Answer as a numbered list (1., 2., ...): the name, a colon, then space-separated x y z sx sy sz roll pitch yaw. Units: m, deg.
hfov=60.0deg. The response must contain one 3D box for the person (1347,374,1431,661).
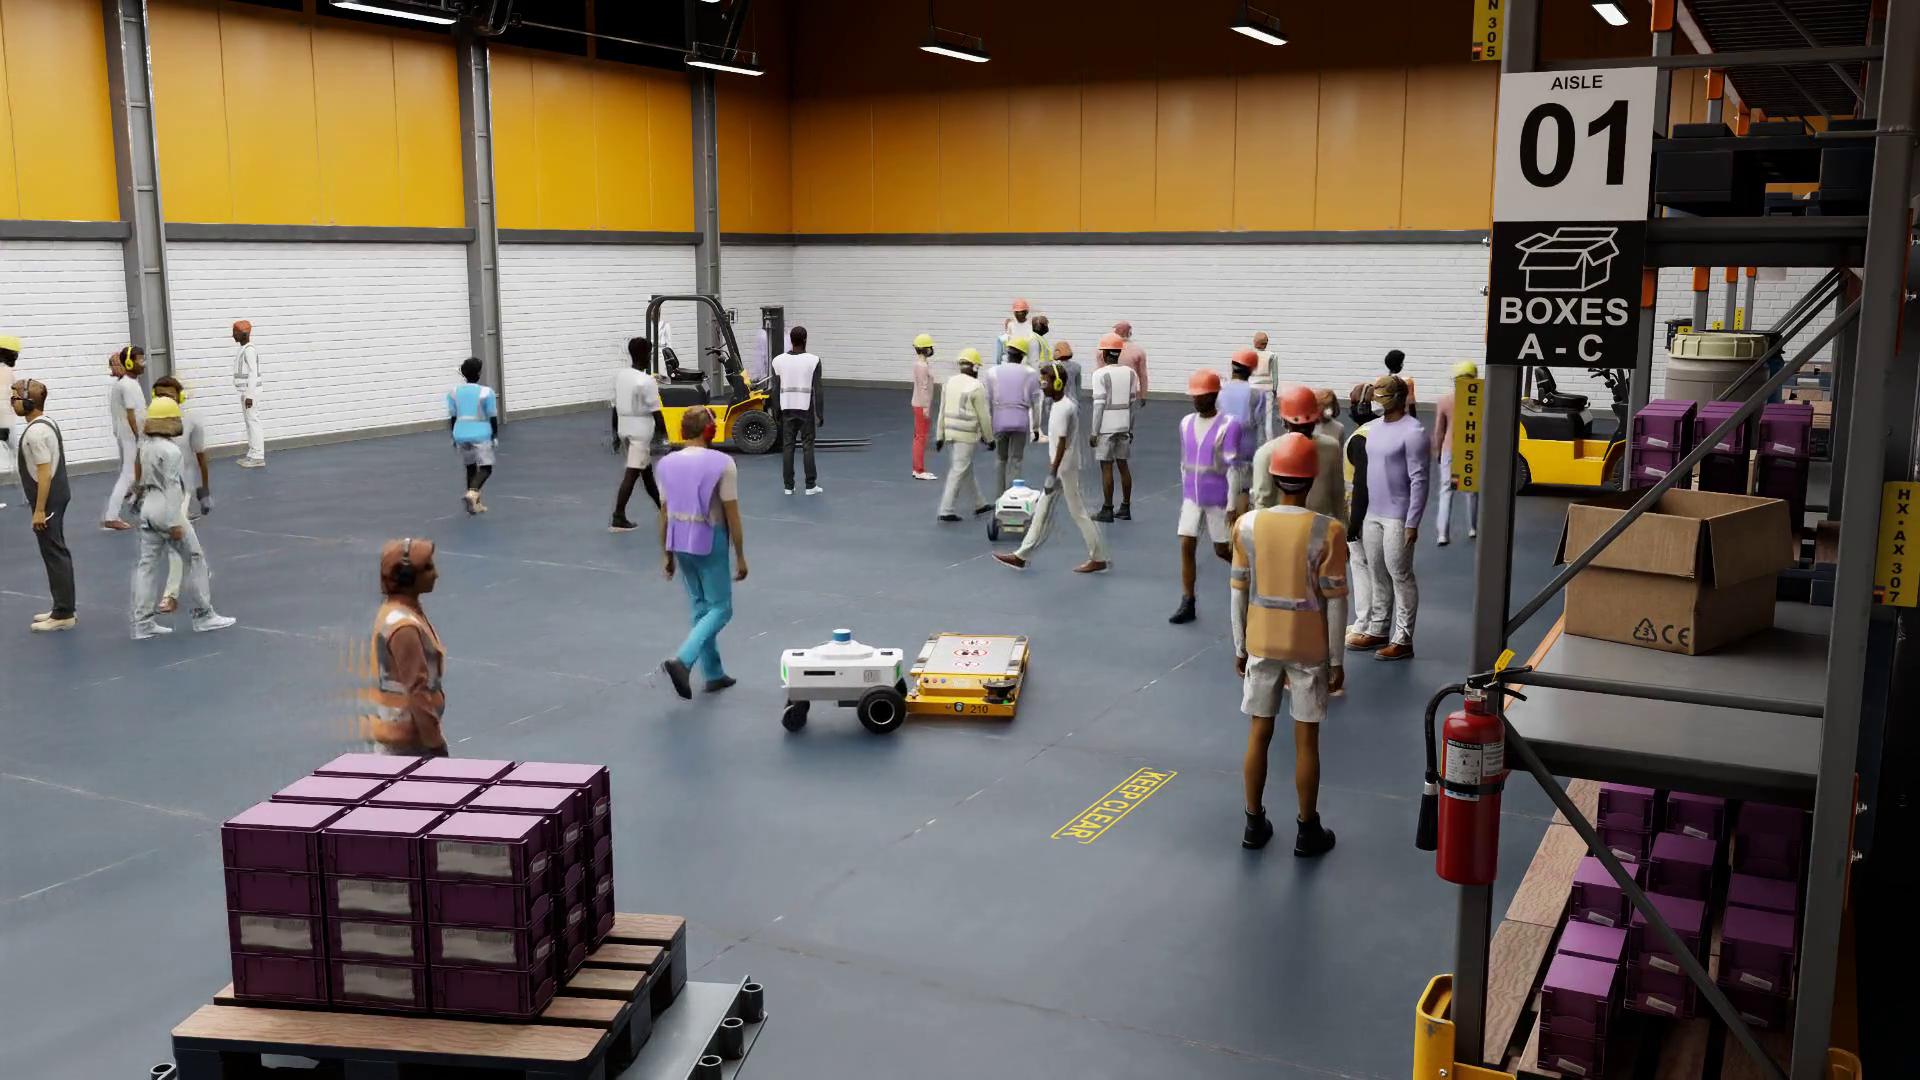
1. person: 2.919 -0.155 11.267 0.359 1.938 0.632 -3 10 -19

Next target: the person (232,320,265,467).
1. person: -9.185 -1.884 21.442 0.355 1.883 0.576 -6 11 -31

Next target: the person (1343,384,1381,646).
1. person: 2.830 -0.172 11.647 0.429 1.842 0.630 6 11 30

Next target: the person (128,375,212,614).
1. person: -6.138 -0.395 13.027 0.528 1.819 0.972 0 10 2

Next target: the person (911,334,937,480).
1. person: -0.431 -1.617 20.232 0.316 1.769 0.535 -1 10 -7

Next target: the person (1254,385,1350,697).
1. person: 2.119 0.025 10.195 0.674 1.950 0.633 -2 10 -14

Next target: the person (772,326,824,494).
1. person: -1.843 -1.470 18.938 0.591 1.918 0.383 2 10 13

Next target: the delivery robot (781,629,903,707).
1. delivery robot: -0.686 0.762 9.687 0.707 0.478 0.477 0 10 -1

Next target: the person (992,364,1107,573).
1. person: 0.809 -0.593 14.195 0.998 1.802 0.532 -1 10 -4

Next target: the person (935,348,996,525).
1. person: 0.098 -1.060 16.971 0.844 1.776 0.593 -7 12 -34

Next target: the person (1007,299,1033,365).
1. person: 0.954 -2.829 26.533 0.634 2.011 0.768 6 11 31

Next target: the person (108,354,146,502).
1. person: -9.256 -1.239 18.425 0.500 1.633 0.284 9 13 42

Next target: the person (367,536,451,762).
1. person: -2.126 0.784 6.769 0.789 1.601 0.535 -3 10 -16

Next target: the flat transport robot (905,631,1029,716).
1. flat transport robot: 0.067 0.819 10.449 0.652 0.197 1.431 1 10 6

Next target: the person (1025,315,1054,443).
1. person: 1.157 -2.339 24.192 0.429 1.845 0.624 1 10 8

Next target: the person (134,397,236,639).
1. person: -5.645 -0.168 11.985 0.504 1.709 0.771 8 12 37

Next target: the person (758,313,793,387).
1. person: -2.739 -2.551 25.354 0.661 1.872 0.898 -7 12 -34

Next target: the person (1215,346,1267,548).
1. person: 2.501 -0.806 15.151 0.565 1.907 0.645 2 10 11

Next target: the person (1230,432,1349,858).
1. person: 1.502 0.479 7.589 0.545 1.942 0.350 5 11 28

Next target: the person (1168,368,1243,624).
1. person: 1.907 -0.347 12.482 0.551 1.907 0.850 9 13 41

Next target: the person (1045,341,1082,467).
1. person: 1.331 -1.719 21.206 0.527 1.626 0.285 -6 11 -30

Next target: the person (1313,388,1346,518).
1. person: 3.049 -0.514 14.277 0.495 1.606 0.659 -2 10 -13

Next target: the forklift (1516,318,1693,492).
1. forklift: 7.066 -1.601 18.899 2.313 2.155 1.214 5 11 27

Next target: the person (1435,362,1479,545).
1. person: 4.770 -0.828 15.806 0.542 1.712 0.918 6 11 30

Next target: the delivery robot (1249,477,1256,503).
1. delivery robot: 3.173 -0.552 17.294 0.477 0.478 0.707 2 10 12

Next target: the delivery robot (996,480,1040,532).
1. delivery robot: 0.564 -0.338 16.057 0.477 0.478 0.707 2 10 11

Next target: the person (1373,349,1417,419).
1. person: 4.876 -1.315 18.741 0.727 1.673 0.534 -7 12 -36

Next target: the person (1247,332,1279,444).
1. person: 4.204 -2.087 23.317 0.510 1.640 0.308 1 10 5

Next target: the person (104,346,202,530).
1. person: -8.146 -1.014 16.582 0.892 1.824 0.557 -3 10 -18

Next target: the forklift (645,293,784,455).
1. forklift: -3.588 -2.317 23.042 2.313 2.155 1.214 -1 10 -5

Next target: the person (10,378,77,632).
1. person: -6.666 -0.253 12.104 0.344 1.845 0.506 -4 10 -20

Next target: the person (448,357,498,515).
1. person: -5.069 -1.059 17.267 0.533 1.679 0.598 2 10 9

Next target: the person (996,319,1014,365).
1. person: 0.869 -2.936 28.237 0.524 1.637 0.306 -2 10 -13

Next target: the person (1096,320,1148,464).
1. person: 2.099 -1.891 21.500 0.671 1.871 0.848 2 10 12

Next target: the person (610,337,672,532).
1. person: -3.125 -1.060 16.566 0.634 1.908 1.003 9 14 44

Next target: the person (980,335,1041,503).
1. person: 0.539 -1.215 17.572 0.646 1.877 0.675 1 10 7

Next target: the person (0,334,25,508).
1. person: -10.271 -1.277 17.996 0.648 1.852 0.962 8 12 38

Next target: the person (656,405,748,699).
1. person: -1.622 0.085 10.224 0.606 1.819 0.686 6 11 29

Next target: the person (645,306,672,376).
1. person: -5.175 -3.089 28.406 0.573 1.887 0.355 6 12 32

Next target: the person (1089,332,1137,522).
1. person: 1.544 -1.151 17.040 0.550 1.935 0.375 -7 12 -34
